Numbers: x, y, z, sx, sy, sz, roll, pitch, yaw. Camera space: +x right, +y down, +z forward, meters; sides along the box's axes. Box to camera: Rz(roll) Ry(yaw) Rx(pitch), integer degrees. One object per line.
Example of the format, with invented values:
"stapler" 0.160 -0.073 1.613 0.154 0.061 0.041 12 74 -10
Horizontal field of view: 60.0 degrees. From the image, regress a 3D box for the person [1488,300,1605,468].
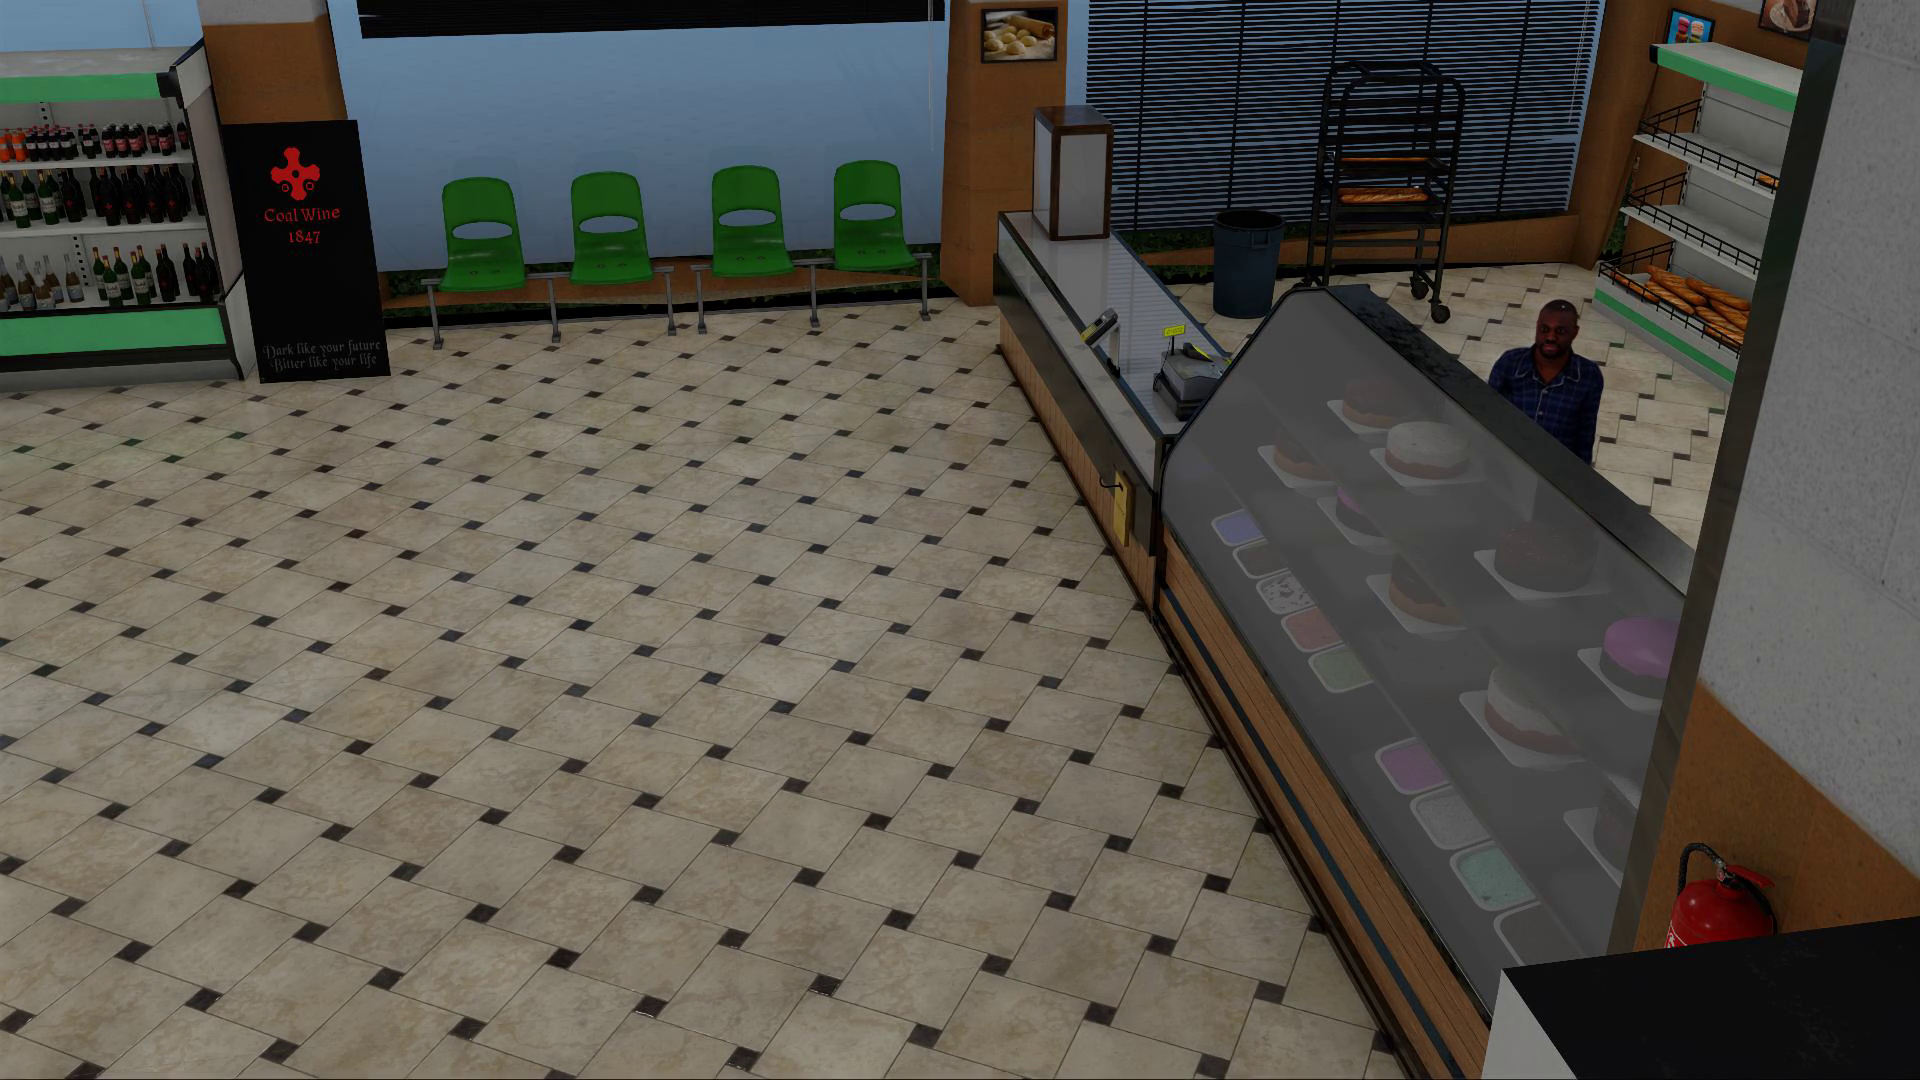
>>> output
"person" 2.588 -0.231 7.584 0.723 1.824 0.827 11 29 20
